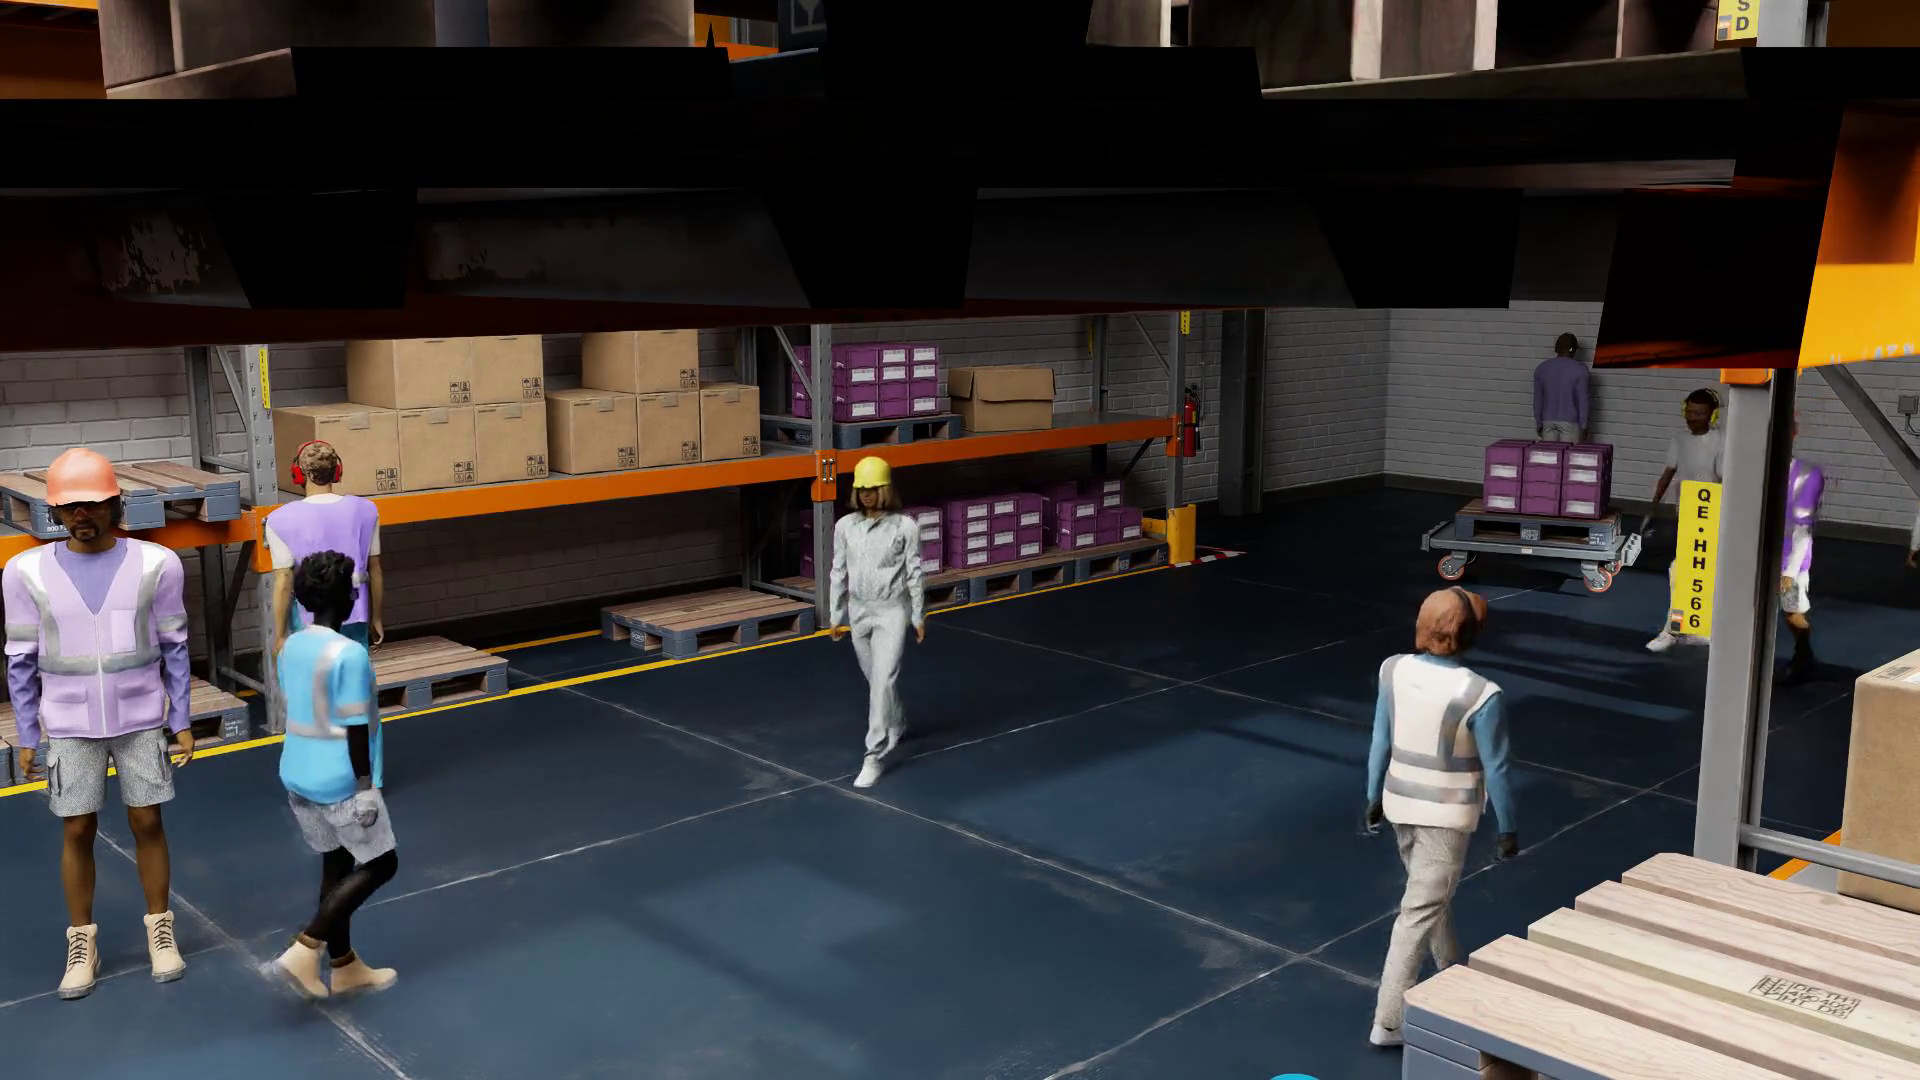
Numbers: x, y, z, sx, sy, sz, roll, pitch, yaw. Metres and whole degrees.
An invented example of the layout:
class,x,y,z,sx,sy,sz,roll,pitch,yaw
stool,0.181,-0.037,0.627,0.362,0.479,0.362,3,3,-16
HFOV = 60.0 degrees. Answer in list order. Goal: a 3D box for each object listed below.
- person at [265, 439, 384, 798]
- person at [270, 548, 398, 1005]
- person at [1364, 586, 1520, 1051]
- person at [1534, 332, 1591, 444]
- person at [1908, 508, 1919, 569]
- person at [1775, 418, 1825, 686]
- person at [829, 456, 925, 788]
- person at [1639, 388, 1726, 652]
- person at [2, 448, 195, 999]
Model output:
class,x,y,z,sx,sy,sz,roll,pitch,yaw
person,-3.100,0.428,8.200,0.375,1.844,0.567,9,13,43
person,-2.303,0.877,6.028,0.558,1.681,0.425,9,13,44
person,1.737,0.951,5.825,0.827,1.599,0.534,-6,12,-33
person,6.385,-1.230,17.656,0.373,1.935,0.628,-8,13,-40
person,6.170,0.055,10.245,0.484,1.905,0.664,-9,13,-42
person,5.056,0.085,10.225,1.034,1.863,0.524,-9,13,-43
person,-0.428,0.382,8.905,0.497,1.703,0.890,4,10,21
person,5.002,-0.134,11.531,0.757,1.831,0.596,-3,10,-15
person,-3.182,0.673,6.191,0.612,2.043,0.374,-5,11,-26
